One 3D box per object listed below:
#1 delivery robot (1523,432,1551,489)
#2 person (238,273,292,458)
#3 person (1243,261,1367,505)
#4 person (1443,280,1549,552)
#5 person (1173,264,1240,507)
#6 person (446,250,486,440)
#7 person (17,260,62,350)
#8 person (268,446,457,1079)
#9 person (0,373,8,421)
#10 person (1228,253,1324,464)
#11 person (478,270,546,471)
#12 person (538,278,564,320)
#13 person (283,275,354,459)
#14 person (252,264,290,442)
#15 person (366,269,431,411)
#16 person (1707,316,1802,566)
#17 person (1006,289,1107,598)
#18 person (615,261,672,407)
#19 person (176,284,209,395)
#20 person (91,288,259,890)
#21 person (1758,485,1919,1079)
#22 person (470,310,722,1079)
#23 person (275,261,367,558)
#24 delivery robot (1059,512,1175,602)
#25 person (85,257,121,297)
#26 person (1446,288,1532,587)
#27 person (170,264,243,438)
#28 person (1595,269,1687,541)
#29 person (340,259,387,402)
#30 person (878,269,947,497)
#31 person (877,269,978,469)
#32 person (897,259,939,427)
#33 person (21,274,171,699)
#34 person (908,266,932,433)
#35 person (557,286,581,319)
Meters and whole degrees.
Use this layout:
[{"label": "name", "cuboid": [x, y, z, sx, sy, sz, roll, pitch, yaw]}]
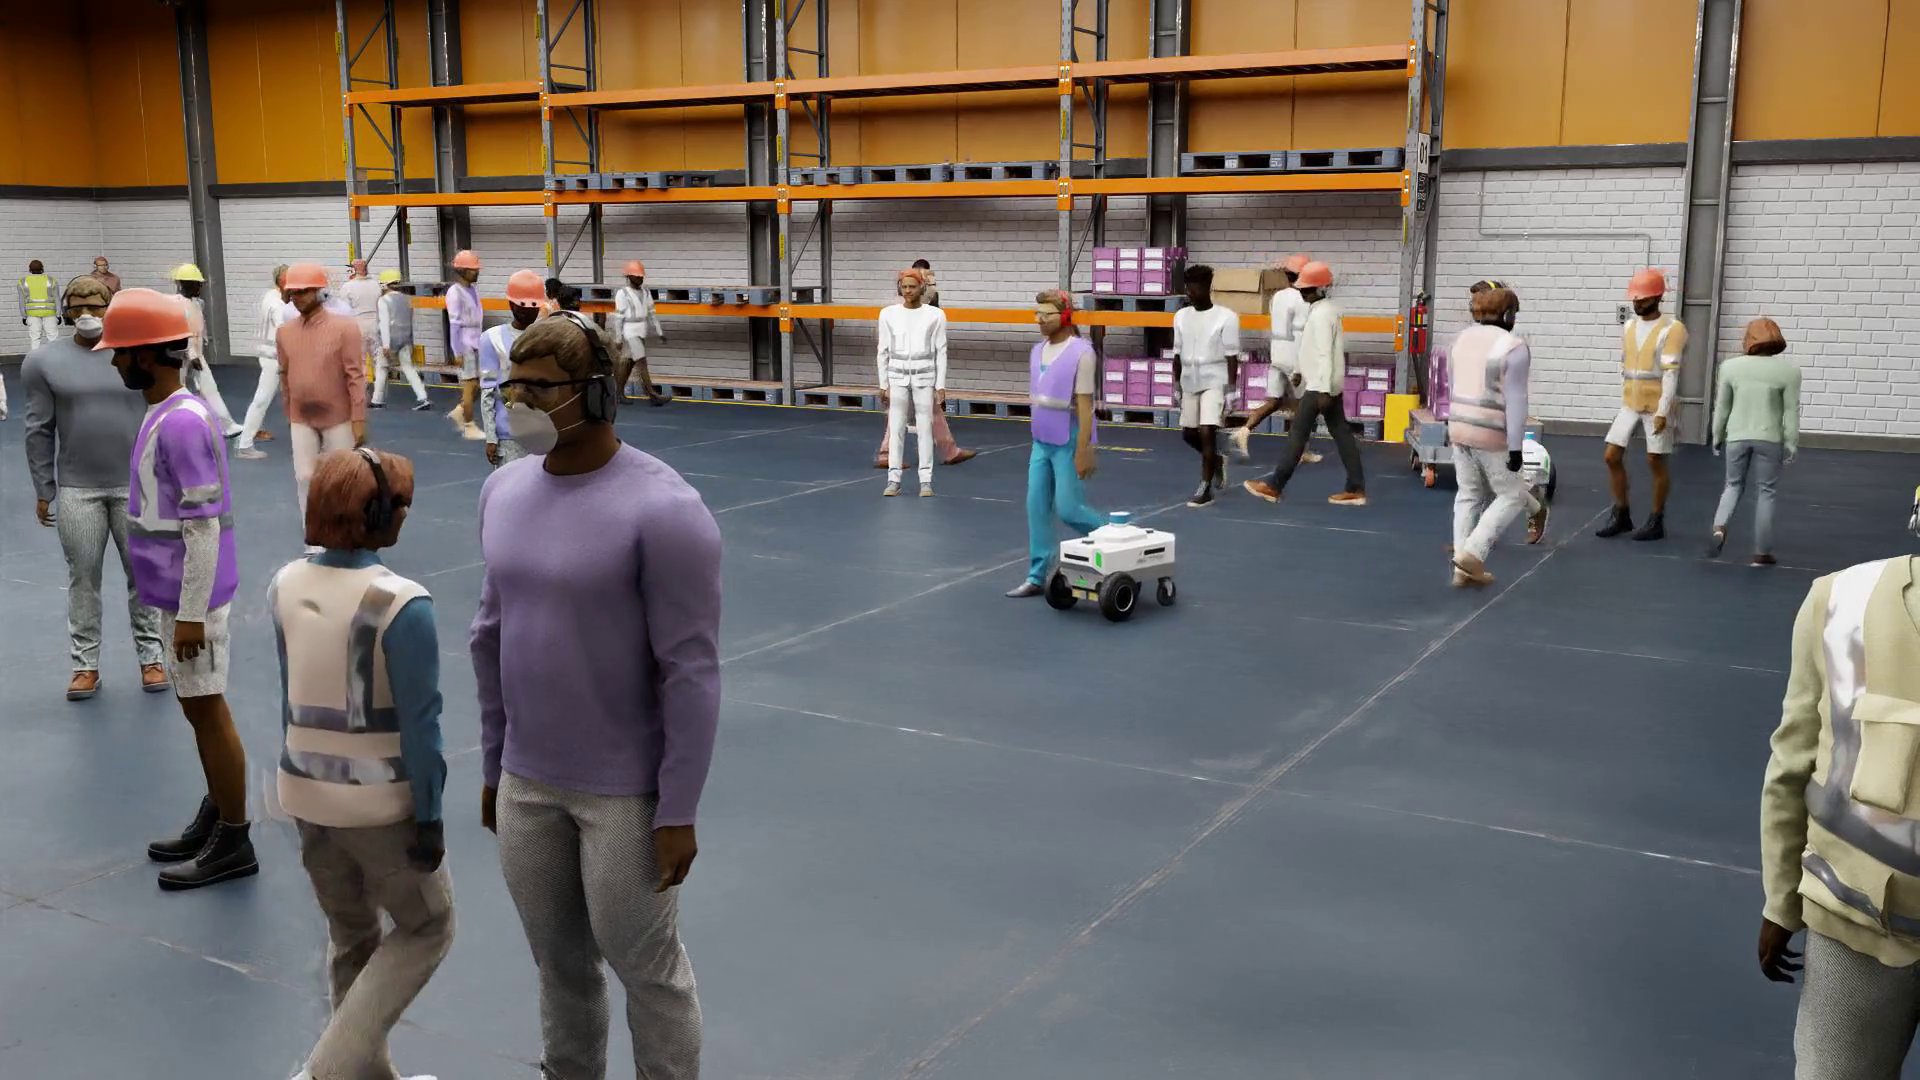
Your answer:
[{"label": "delivery robot", "cuboid": [4.607, -0.636, 13.538, 0.477, 0.478, 0.707, 3, 10, 16]}, {"label": "person", "cuboid": [-6.723, -1.713, 16.398, 0.898, 1.818, 0.604, -2, 10, -11]}, {"label": "person", "cuboid": [2.807, -1.233, 13.245, 0.992, 1.934, 0.690, 4, 11, 20]}, {"label": "person", "cuboid": [3.636, -0.815, 11.172, 0.633, 1.840, 0.545, -2, 10, -11]}, {"label": "person", "cuboid": [2.013, -1.253, 13.408, 0.629, 1.940, 0.706, 8, 13, 38]}, {"label": "person", "cuboid": [-5.244, -2.066, 17.726, 0.469, 2.029, 0.648, 1, 10, 8]}, {"label": "person", "cuboid": [-15.332, -3.744, 27.756, 0.625, 1.846, 0.429, -5, 11, -25]}, {"label": "person", "cuboid": [-1.391, 0.609, 3.743, 0.514, 1.624, 0.452, 6, 12, 30]}, {"label": "person", "cuboid": [-7.970, -1.075, 13.365, 0.515, 1.599, 0.835, -8, 13, -37]}, {"label": "person", "cuboid": [3.028, -1.696, 15.694, 0.918, 2.013, 0.628, -4, 11, -23]}, {"label": "person", "cuboid": [-2.583, -0.646, 9.973, 0.543, 1.928, 0.372, -6, 12, -33]}, {"label": "person", "cuboid": [-5.094, -2.489, 21.126, 0.698, 1.672, 0.536, 5, 11, 25]}, {"label": "person", "cuboid": [-5.985, -1.609, 15.582, 0.647, 1.879, 0.821, -1, 10, -8]}, {"label": "person", "cuboid": [-7.127, -1.958, 17.532, 1.033, 1.890, 0.651, 1, 10, 7]}, {"label": "person", "cuboid": [-7.096, -2.511, 20.944, 0.933, 1.789, 0.608, 4, 11, 20]}, {"label": "person", "cuboid": [5.101, -0.619, 10.703, 0.534, 1.608, 0.454, 9, 13, 40]}, {"label": "person", "cuboid": [0.640, -0.563, 9.818, 0.716, 1.823, 0.571, -6, 12, -31]}, {"label": "person", "cuboid": [-4.167, -2.653, 21.507, 1.033, 1.881, 0.558, 5, 11, 27]}, {"label": "person", "cuboid": [-10.680, -2.807, 23.041, 0.499, 1.634, 0.279, -8, 13, -39]}, {"label": "person", "cuboid": [-2.535, 0.162, 5.380, 0.367, 1.932, 0.551, -6, 11, -29]}, {"label": "person", "cuboid": [1.682, 0.659, 2.863, 0.587, 1.828, 0.404, 7, 12, 34]}, {"label": "person", "cuboid": [-0.767, 0.502, 3.442, 0.630, 1.940, 0.372, 6, 12, 31]}, {"label": "person", "cuboid": [-4.076, -0.809, 10.746, 0.610, 1.979, 0.726, 1, 10, 8]}, {"label": "delivery robot", "cuboid": [0.899, 0.085, 9.451, 0.707, 0.478, 0.477, -9, 14, -43]}, {"label": "person", "cuboid": [-14.743, -3.924, 28.662, 0.416, 1.893, 0.656, 7, 12, 35]}, {"label": "person", "cuboid": [3.174, -0.601, 10.017, 0.436, 1.820, 0.660, -5, 11, -27]}, {"label": "person", "cuboid": [-8.146, -1.987, 17.723, 1.001, 1.870, 0.605, 0, 10, 2]}, {"label": "person", "cuboid": [4.775, -0.928, 11.625, 0.600, 1.905, 0.559, -6, 11, -29]}, {"label": "person", "cuboid": [-7.870, -2.749, 21.958, 0.409, 1.903, 0.639, 10, 14, 43]}, {"label": "person", "cuboid": [-0.395, -1.293, 13.766, 0.574, 1.882, 0.358, 1, 10, 5]}, {"label": "person", "cuboid": [-0.329, -1.581, 15.497, 0.997, 1.851, 0.667, -1, 10, -8]}, {"label": "person", "cuboid": [-0.461, -2.225, 18.944, 0.591, 1.919, 0.391, 7, 12, 36]}, {"label": "person", "cuboid": [-3.921, -0.242, 7.656, 0.630, 1.938, 0.366, -4, 11, -24]}, {"label": "person", "cuboid": [-0.461, -2.110, 18.494, 0.345, 1.846, 0.508, 0, 10, 2]}, {"label": "person", "cuboid": [-3.929, -1.674, 16.470, 0.634, 1.679, 0.541, 0, 10, 2]}]
